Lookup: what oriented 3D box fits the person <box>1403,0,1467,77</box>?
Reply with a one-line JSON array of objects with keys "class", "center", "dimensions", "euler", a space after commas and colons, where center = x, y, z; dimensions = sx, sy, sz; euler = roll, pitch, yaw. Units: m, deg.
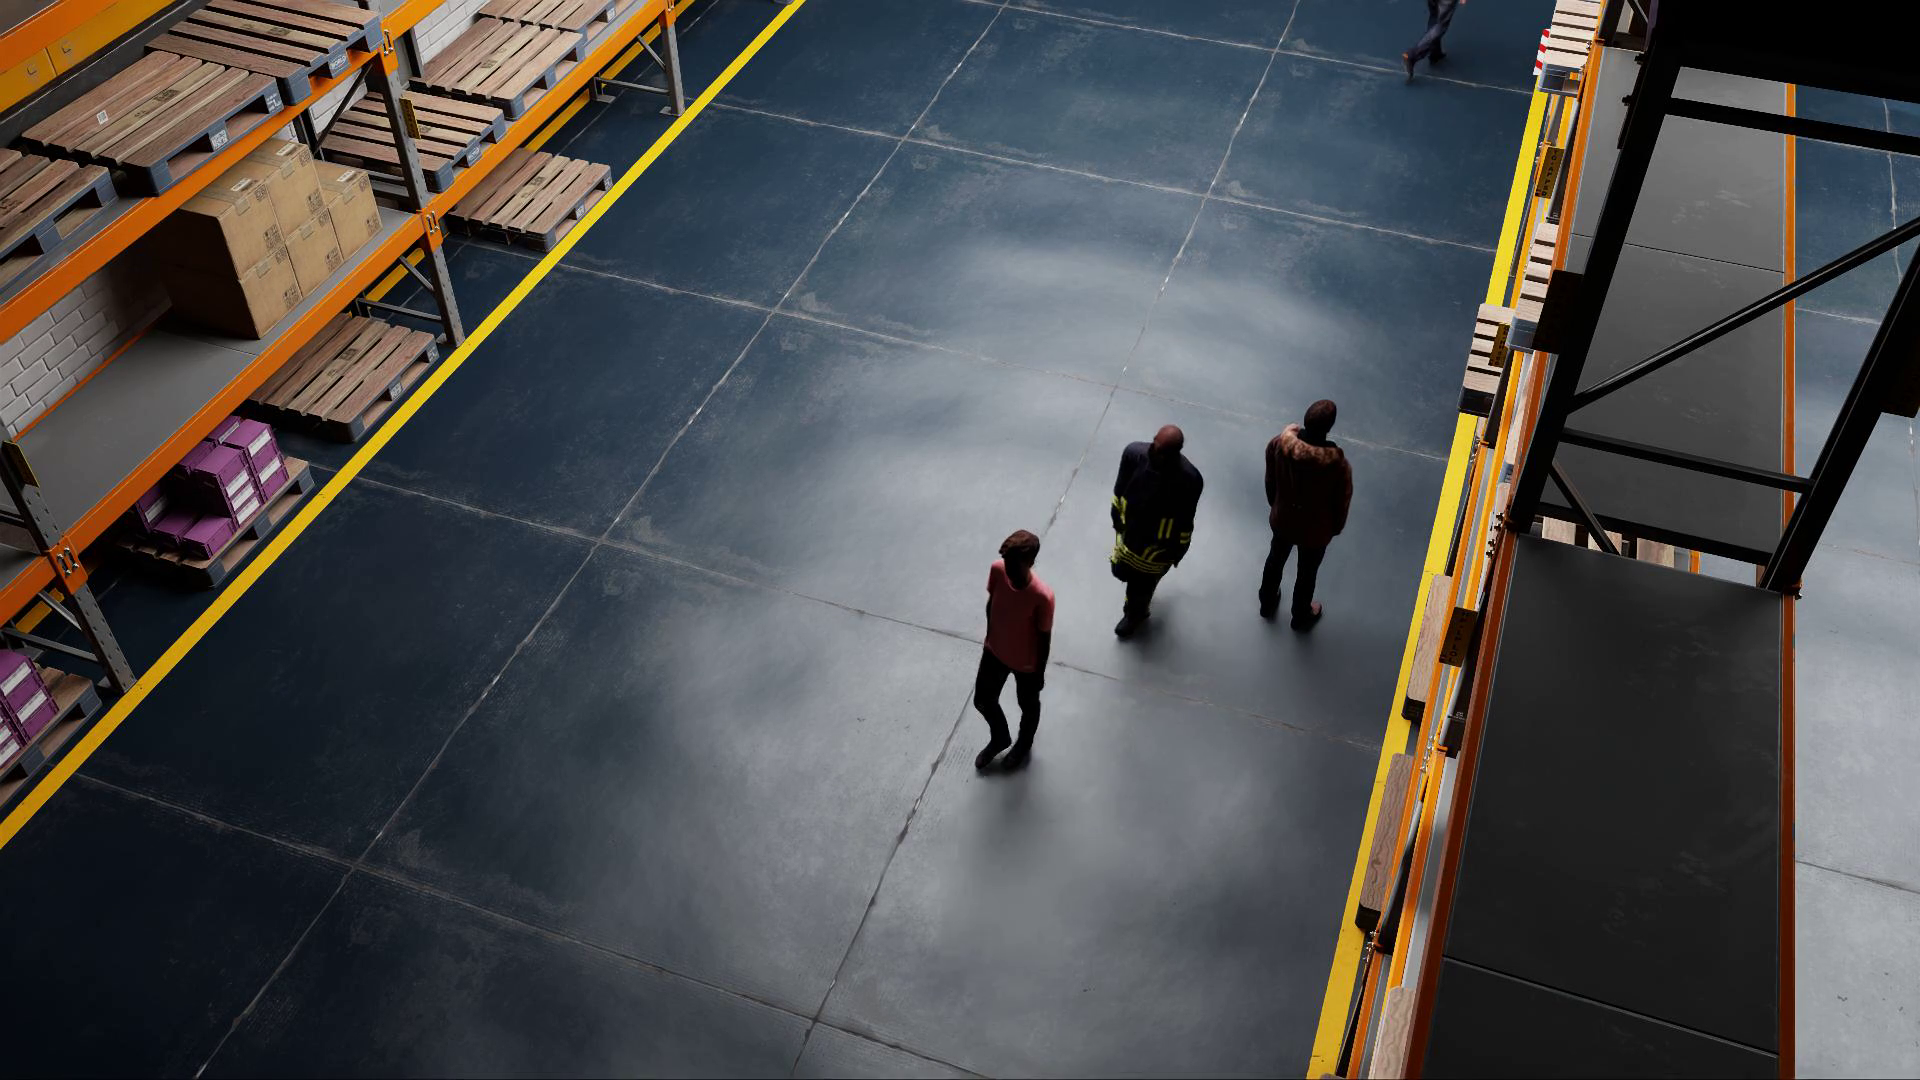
[{"class": "person", "center": [4.753, -5.461, 16.439], "dimensions": [1.165, 1.798, 0.995], "euler": [-30, 51, -28]}]

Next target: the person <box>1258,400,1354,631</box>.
[{"class": "person", "center": [2.234, -0.163, 10.841], "dimensions": [0.824, 1.848, 0.775], "euler": [25, 49, 24]}]

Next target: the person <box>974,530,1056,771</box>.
[{"class": "person", "center": [0.401, 0.622, 9.944], "dimensions": [0.733, 1.949, 0.730], "euler": [28, 50, 26]}]

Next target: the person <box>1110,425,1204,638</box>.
[{"class": "person", "center": [1.291, -0.134, 10.850], "dimensions": [0.919, 1.793, 1.001], "euler": [30, 51, 28]}]
